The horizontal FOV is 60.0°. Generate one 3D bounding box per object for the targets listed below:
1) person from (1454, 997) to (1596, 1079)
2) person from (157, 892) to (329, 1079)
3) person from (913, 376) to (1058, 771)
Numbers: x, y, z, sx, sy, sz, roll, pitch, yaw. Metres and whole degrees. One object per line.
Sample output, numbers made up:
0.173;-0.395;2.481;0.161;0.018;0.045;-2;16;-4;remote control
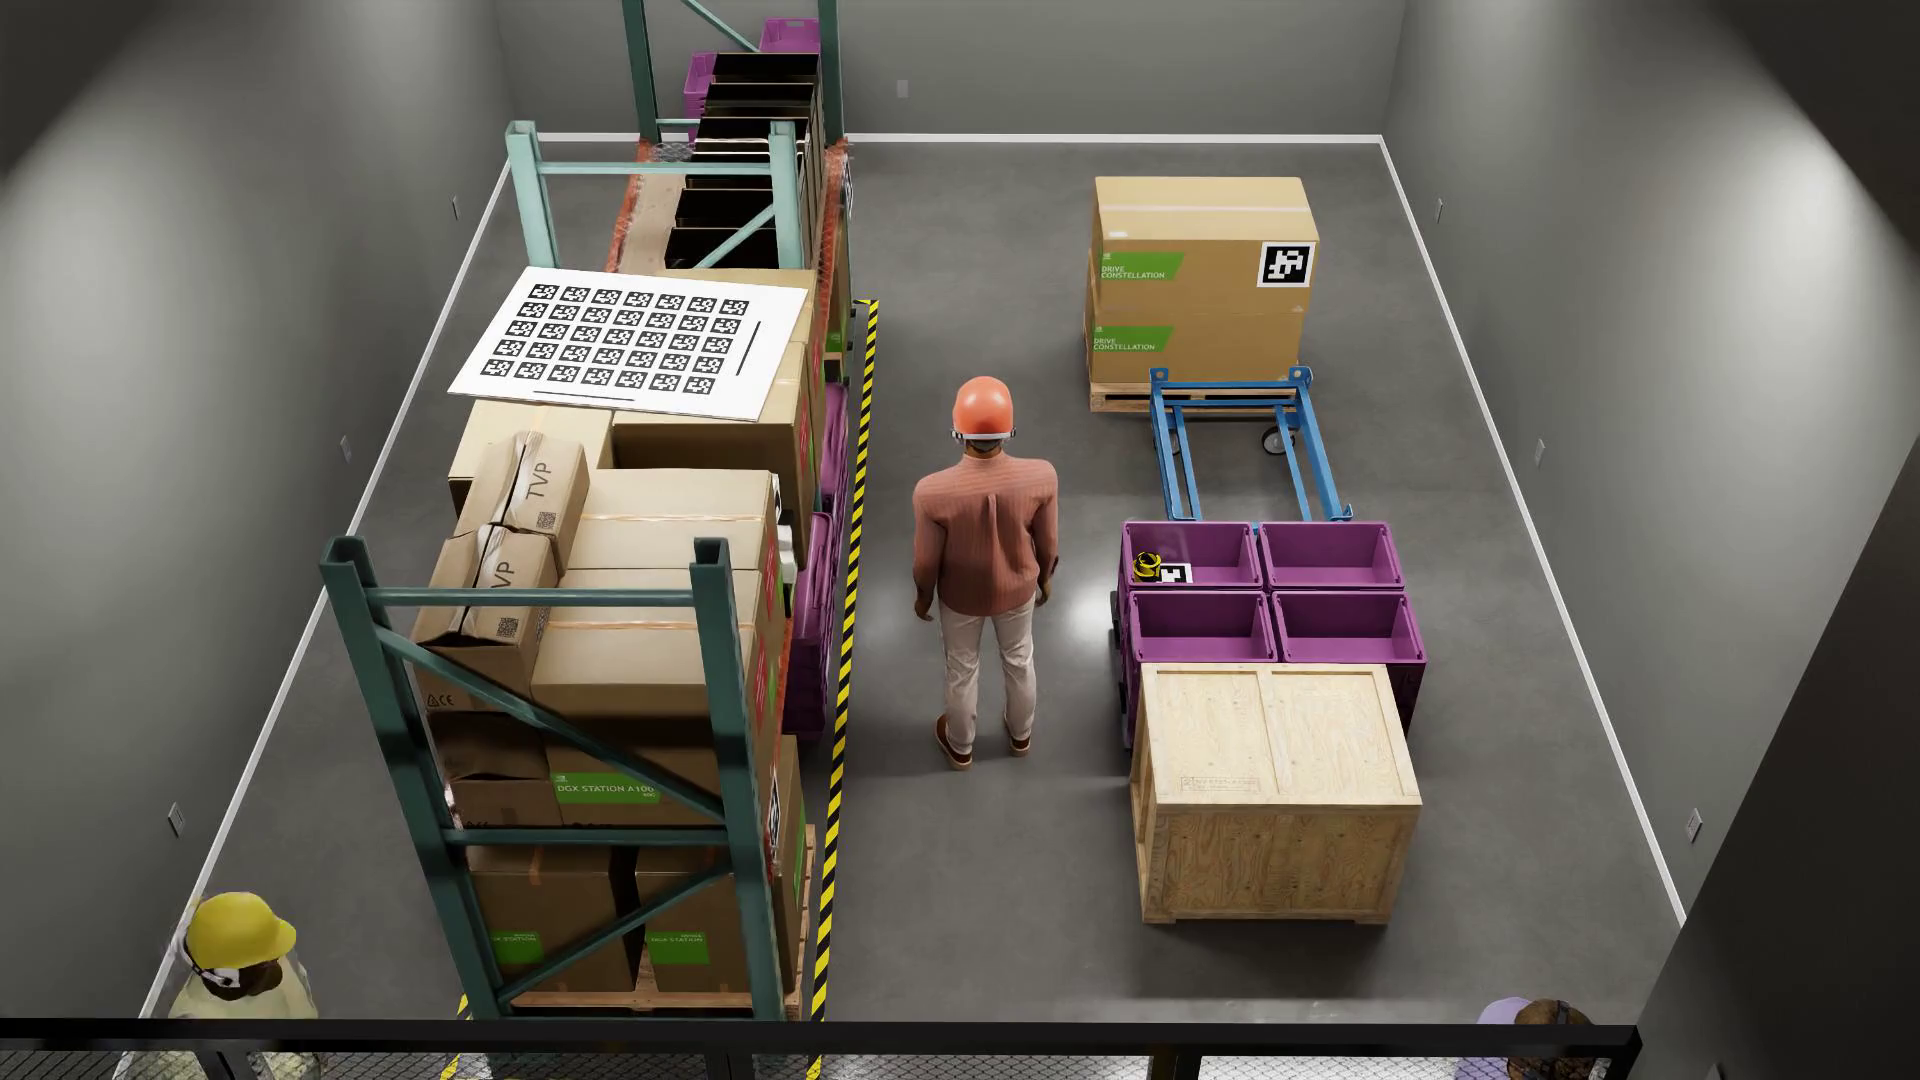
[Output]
1.535;1.941;4.899;0.358;1.938;0.636;10;42;12;person
-2.289;1.715;5.279;0.827;1.787;0.627;2;41;3;person
0.101;0.169;6.877;0.609;1.996;0.379;-9;42;-10;person
